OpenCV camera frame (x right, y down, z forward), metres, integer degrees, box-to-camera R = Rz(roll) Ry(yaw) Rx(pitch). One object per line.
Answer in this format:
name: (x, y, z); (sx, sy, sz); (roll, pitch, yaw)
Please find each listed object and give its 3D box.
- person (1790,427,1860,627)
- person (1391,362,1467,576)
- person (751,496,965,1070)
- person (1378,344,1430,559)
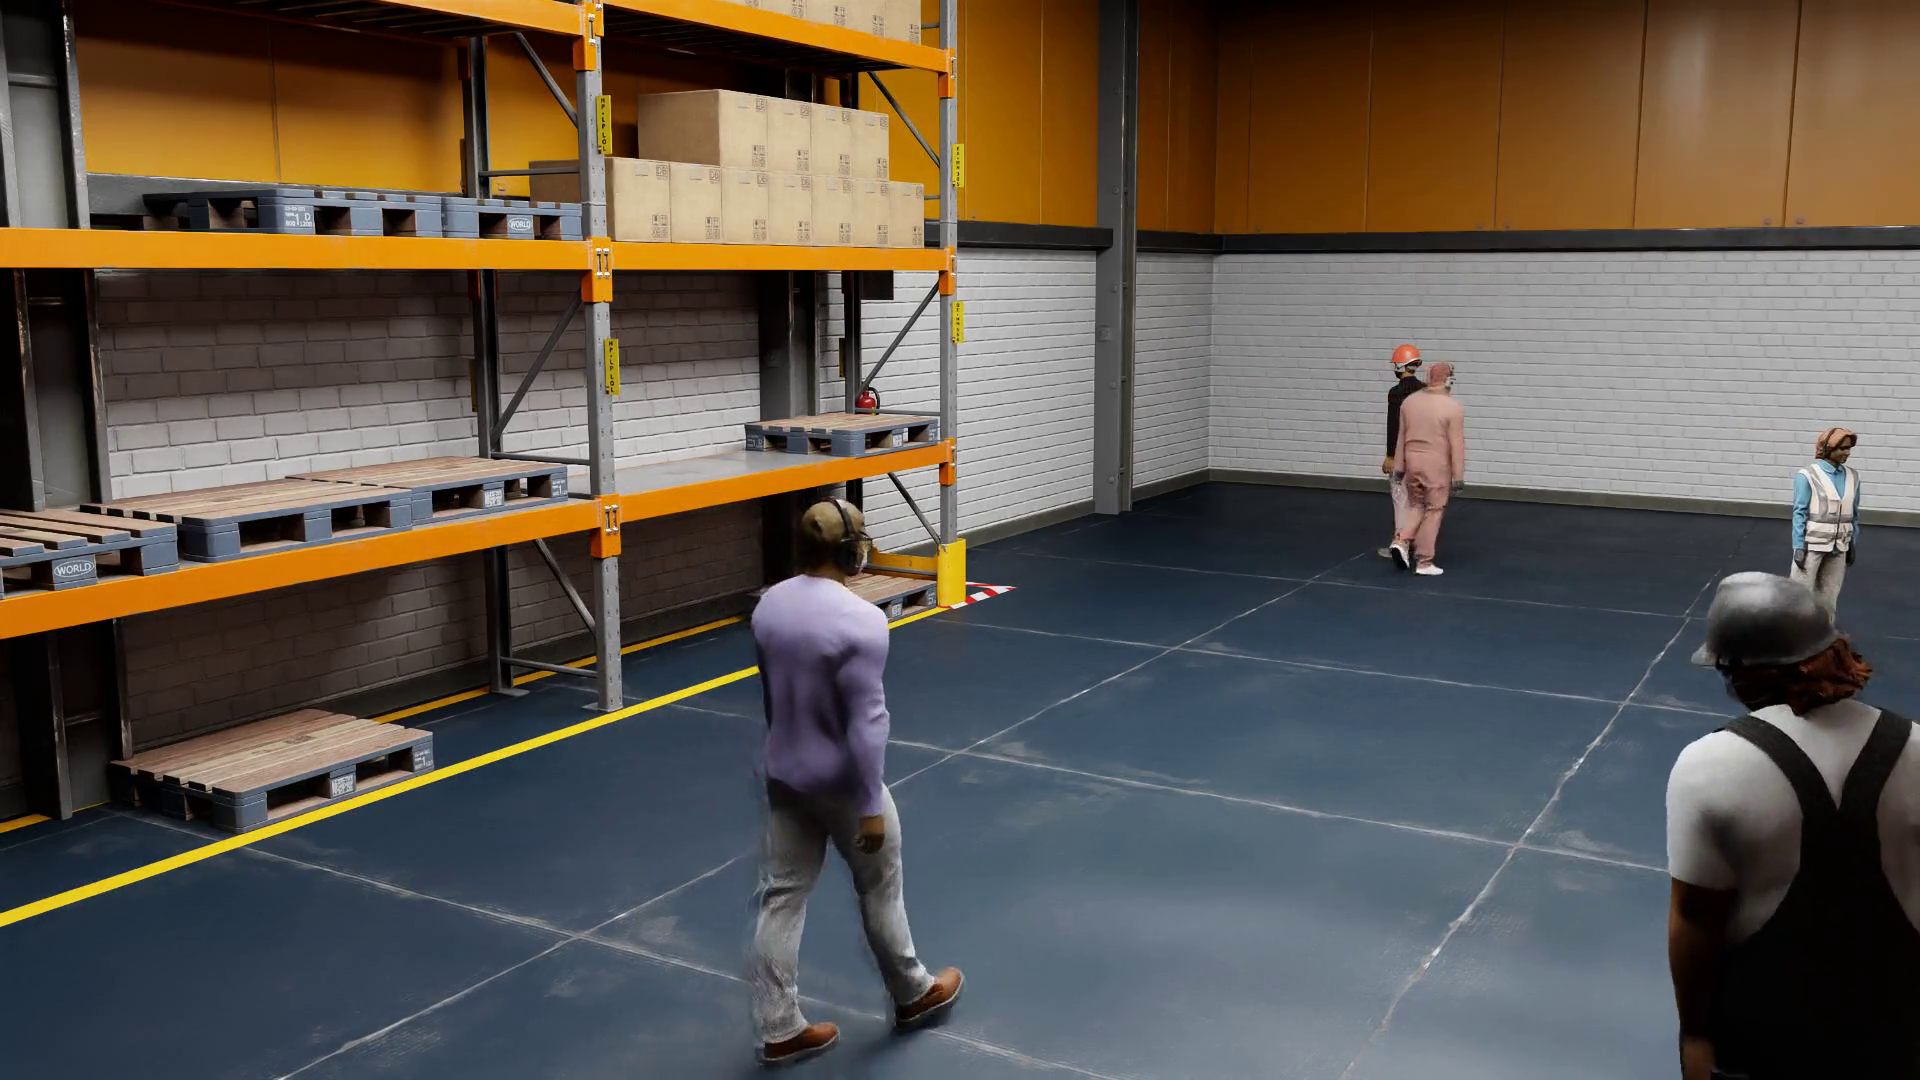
person: (5.767, 0.061, 11.112); (0.518, 1.634, 0.312); (-2, 9, -15)
person: (4.098, -0.609, 14.495); (0.454, 1.886, 0.678); (-6, 11, -34)
person: (-0.354, 0.793, 5.676); (0.655, 1.906, 0.900); (8, 12, 42)
person: (4.141, -0.824, 15.507); (0.623, 1.992, 0.396); (-8, 12, -42)
